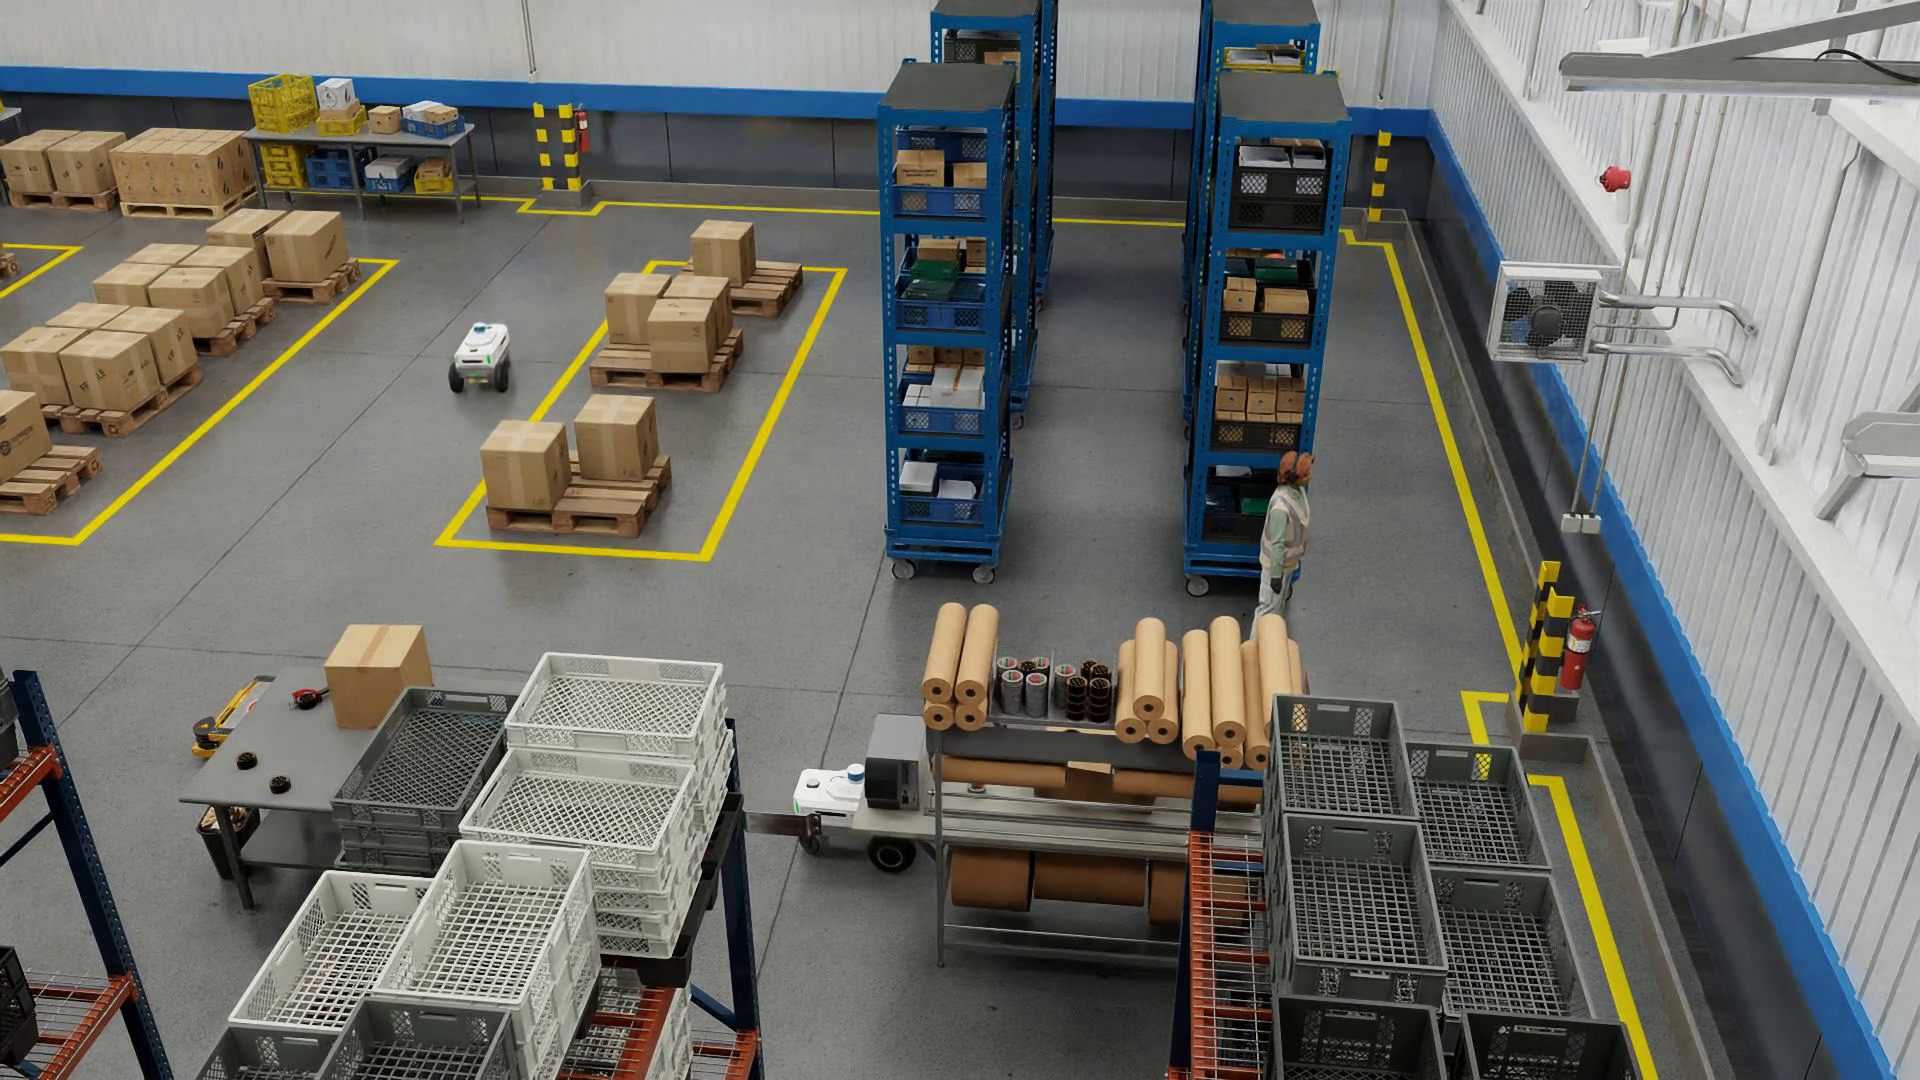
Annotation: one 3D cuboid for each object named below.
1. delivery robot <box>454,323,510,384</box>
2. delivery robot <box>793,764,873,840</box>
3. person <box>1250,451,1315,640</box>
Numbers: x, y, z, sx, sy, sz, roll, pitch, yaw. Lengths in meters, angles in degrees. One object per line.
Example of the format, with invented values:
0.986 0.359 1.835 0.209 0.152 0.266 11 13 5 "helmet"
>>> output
-4.393 -1.758 15.296 0.477 0.478 0.707 0 30 0 "delivery robot"
-0.599 1.521 9.664 0.707 0.478 0.477 4 31 7 "delivery robot"
2.137 0.145 11.053 0.311 1.632 0.514 13 32 20 "person"
